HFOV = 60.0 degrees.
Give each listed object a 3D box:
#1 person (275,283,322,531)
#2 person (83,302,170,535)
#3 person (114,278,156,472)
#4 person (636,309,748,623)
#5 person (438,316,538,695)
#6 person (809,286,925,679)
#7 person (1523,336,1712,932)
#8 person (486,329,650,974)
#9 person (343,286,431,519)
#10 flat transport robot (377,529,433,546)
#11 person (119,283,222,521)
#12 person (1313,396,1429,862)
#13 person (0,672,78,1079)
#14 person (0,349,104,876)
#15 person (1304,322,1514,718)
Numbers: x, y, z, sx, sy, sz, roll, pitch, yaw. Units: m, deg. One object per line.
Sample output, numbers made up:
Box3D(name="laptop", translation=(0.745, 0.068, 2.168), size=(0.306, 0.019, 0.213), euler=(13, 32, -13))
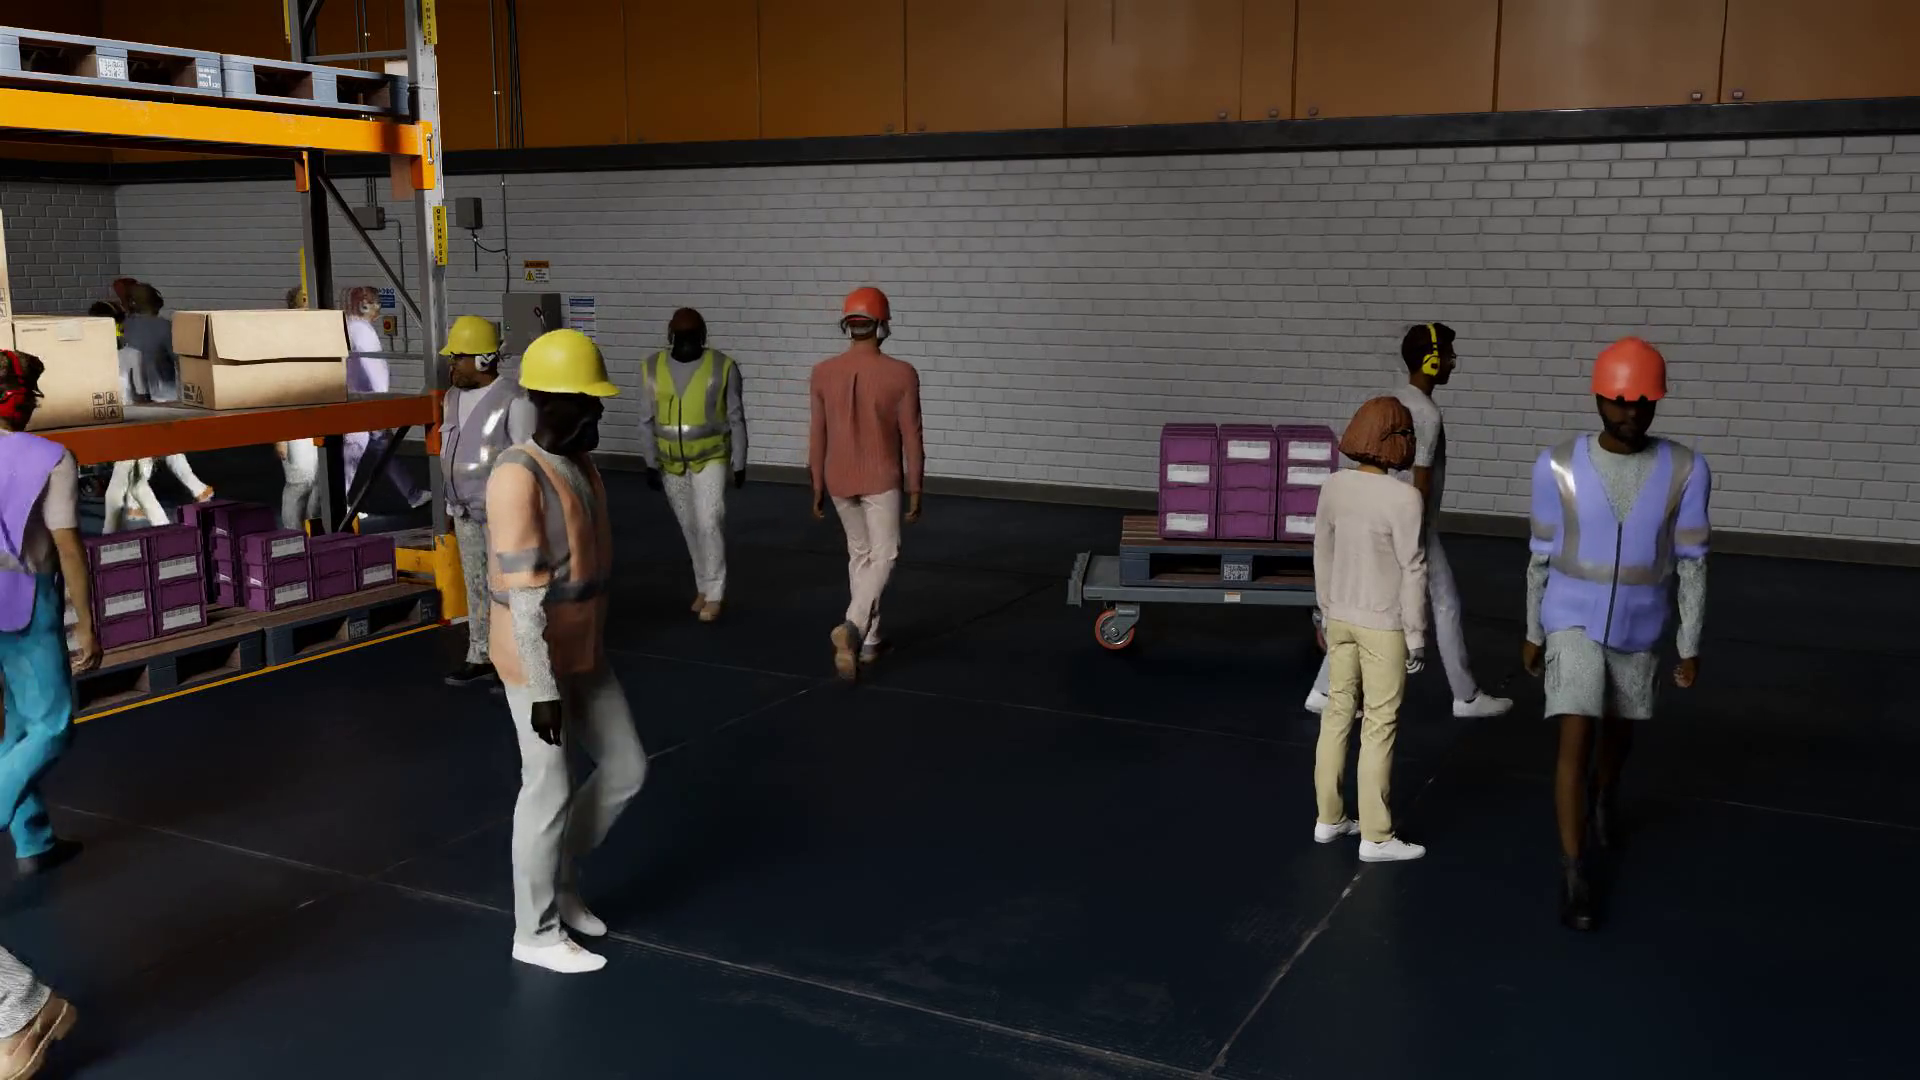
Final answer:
Box3D(name="person", translation=(-4.346, -0.723, 11.032), size=(0.427, 1.941, 0.636), euler=(3, 10, 17))
Box3D(name="person", translation=(-5.521, -0.644, 10.871), size=(0.552, 1.807, 0.991), euler=(6, 11, 29))
Box3D(name="person", translation=(-8.052, -1.605, 16.220), size=(0.356, 1.884, 0.574), euler=(-4, 10, -20))
Box3D(name="person", translation=(-1.583, -0.429, 9.649), size=(0.631, 1.800, 0.787), euler=(2, 10, 9))
Box3D(name="person", translation=(-2.293, -0.166, 8.045), size=(0.600, 1.827, 0.403), euler=(6, 12, 33))
Box3D(name="person", translation=(-0.497, -0.290, 8.391), size=(0.627, 1.966, 0.871), euler=(4, 11, 21))
Box3D(name="person", translation=(2.168, 0.246, 5.555), size=(0.559, 1.884, 1.030), euler=(3, 10, 15))
Box3D(name="person", translation=(-1.162, 0.342, 4.887), size=(0.428, 1.911, 0.599), euler=(2, 10, 14))
Box3D(name="person", translation=(-4.650, -1.091, 13.310), size=(0.979, 1.854, 0.679), euler=(-5, 11, -25))
Box3D(name="flat transport robot", translation=(-3.576, 0.062, 11.233), size=(1.431, 0.197, 0.652), euler=(-10, 14, -44))
Box3D(name="person", translation=(-6.461, -1.128, 13.478), size=(0.658, 1.863, 1.051), euler=(4, 11, 23))
Box3D(name="person", translation=(1.448, 0.310, 5.858), size=(0.273, 1.632, 0.507), euler=(-5, 11, -29))
Box3D(name="person", translation=(-2.620, 0.520, 4.131), size=(0.432, 1.814, 0.634), euler=(-10, 14, -44))
Box3D(name="person", translation=(-3.164, 0.289, 5.449), size=(0.564, 1.819, 0.690), euler=(1, 10, 7))
Box3D(name="person", translation=(2.034, -0.069, 7.517), size=(0.975, 1.828, 0.513), euler=(-3, 10, -15))
